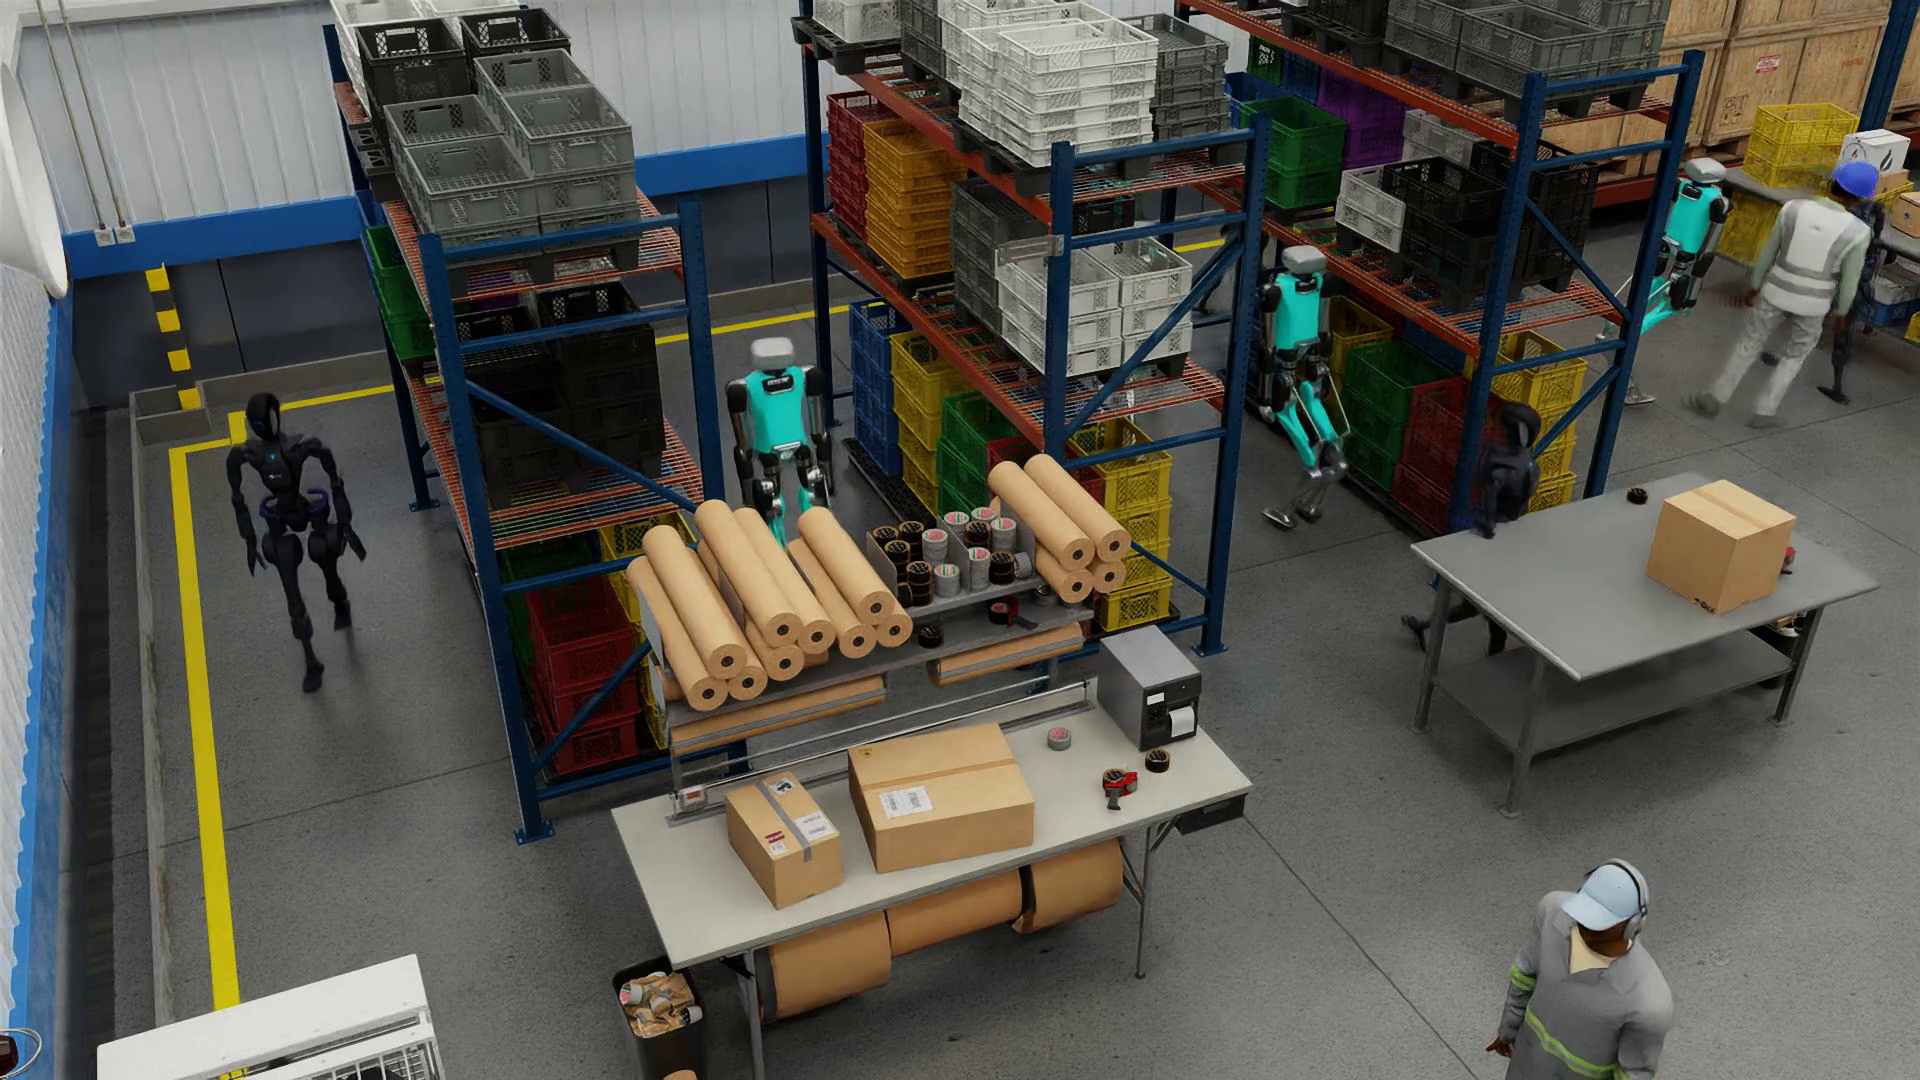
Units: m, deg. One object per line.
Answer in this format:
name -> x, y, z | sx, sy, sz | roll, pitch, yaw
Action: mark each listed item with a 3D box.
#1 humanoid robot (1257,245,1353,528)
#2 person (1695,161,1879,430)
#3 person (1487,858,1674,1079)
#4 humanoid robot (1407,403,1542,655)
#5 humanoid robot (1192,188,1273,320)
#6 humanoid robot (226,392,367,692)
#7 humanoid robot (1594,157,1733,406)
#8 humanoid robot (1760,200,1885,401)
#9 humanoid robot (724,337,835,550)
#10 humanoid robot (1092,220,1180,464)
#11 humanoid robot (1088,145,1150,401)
humanoid robot -> 2.103, -0.858, 9.872 | 0.530, 1.695, 0.746 | -17, 35, -25
person -> 5.529, -1.626, 11.067 | 0.777, 1.895, 0.413 | 25, 39, 34
person -> 2.004, 1.785, 5.562 | 0.371, 1.852, 0.588 | -13, 34, -21
humanoid robot -> 2.722, 0.015, 8.633 | 0.682, 1.647, 0.601 | 20, 37, 29
humanoid robot -> 2.114, -2.397, 12.557 | 0.744, 1.624, 0.585 | -11, 33, -17
humanoid robot -> -3.481, -0.063, 8.793 | 0.608, 1.642, 0.783 | -7, 32, -11
humanoid robot -> 4.673, -1.727, 11.283 | 0.745, 1.688, 0.531 | -10, 33, -16
humanoid robot -> 6.107, -1.825, 11.619 | 0.613, 1.620, 0.728 | -8, 32, -12
humanoid robot -> -0.857, -0.133, 8.806 | 0.548, 1.796, 0.808 | -13, 34, -19
humanoid robot -> 1.050, -1.303, 10.558 | 0.533, 1.677, 0.735 | -2, 32, -4
humanoid robot -> 1.095, -1.798, 11.543 | 0.559, 1.819, 0.838 | -7, 32, -12
